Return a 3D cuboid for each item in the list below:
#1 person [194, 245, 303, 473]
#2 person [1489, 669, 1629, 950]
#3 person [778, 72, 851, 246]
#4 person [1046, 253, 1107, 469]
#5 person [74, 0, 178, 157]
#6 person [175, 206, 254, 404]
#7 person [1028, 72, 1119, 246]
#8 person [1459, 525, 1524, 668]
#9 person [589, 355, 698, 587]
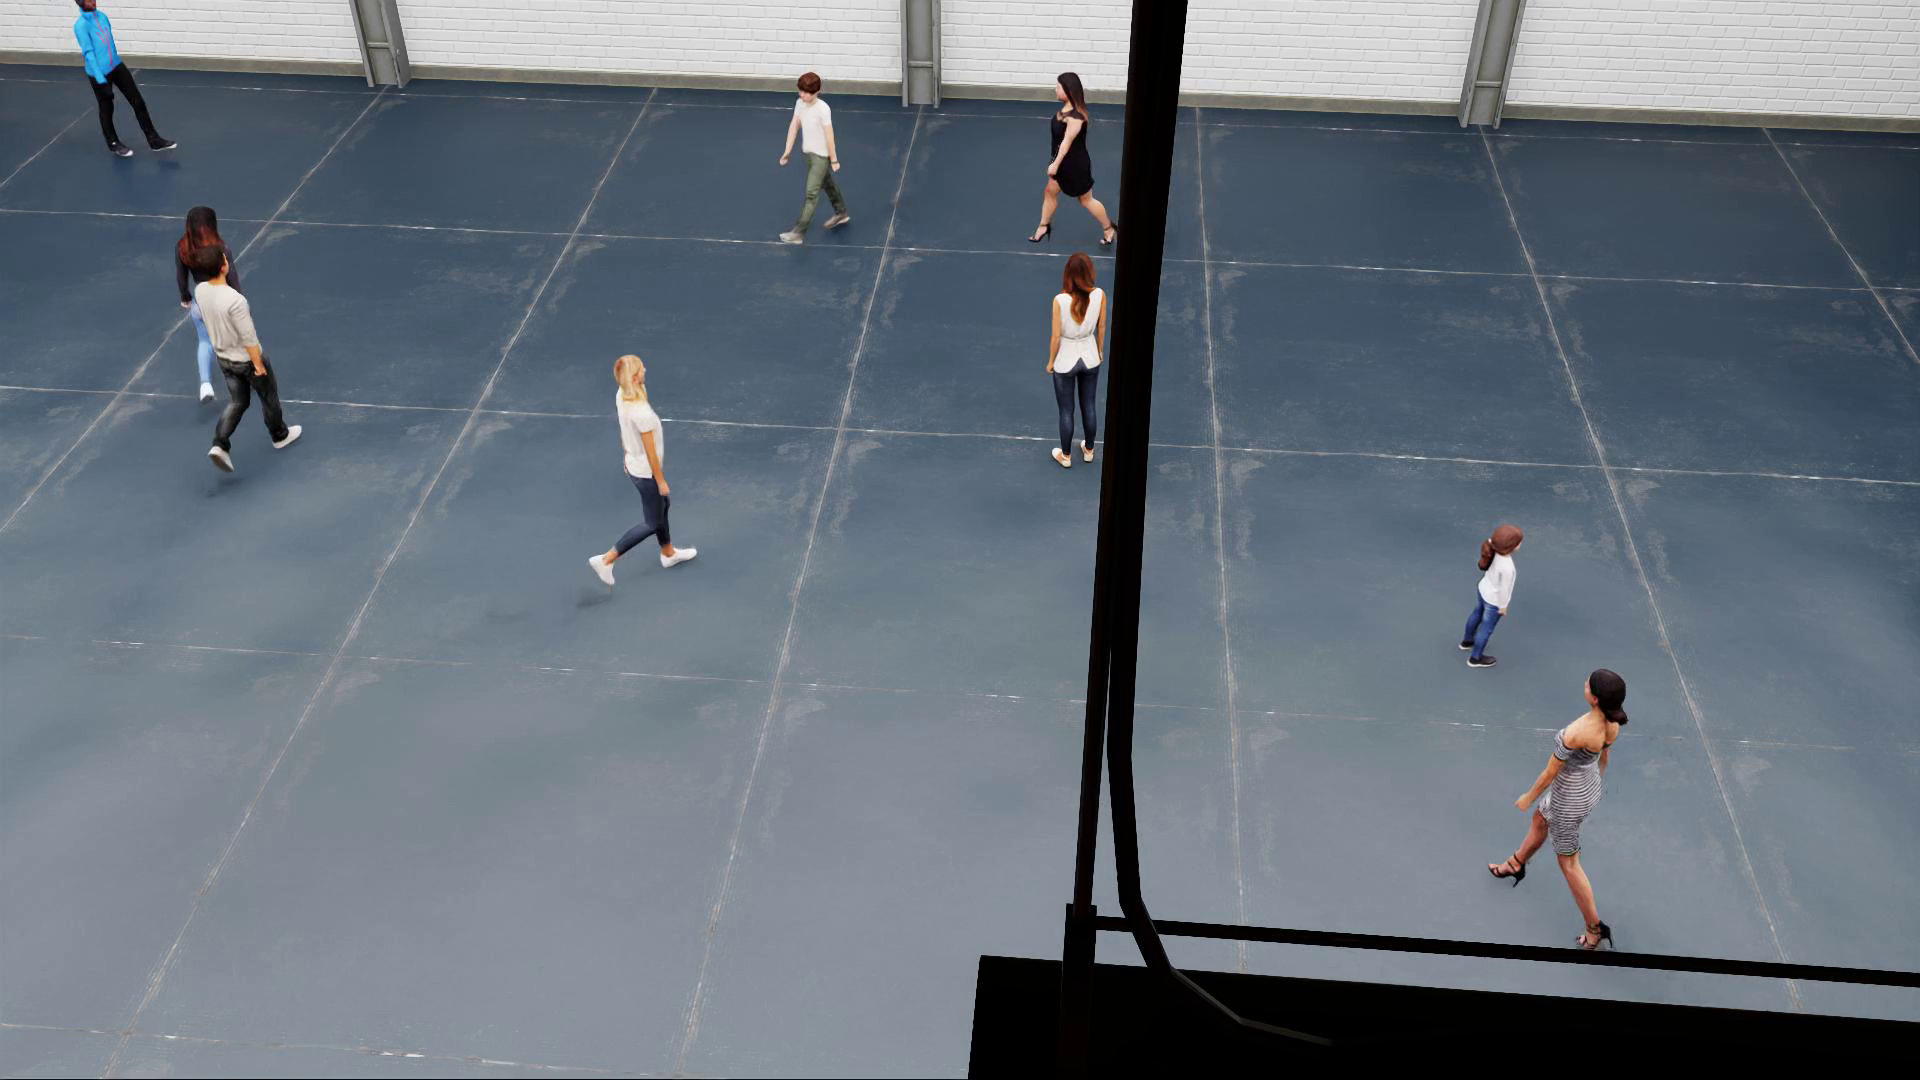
[{"bbox_3d":[-5.456,-1.317,12.437,1.083,1.787,0.940,15,41,18],"label":"person"},{"bbox_3d":[3.360,1.477,8.942,1.018,1.782,1.106,-30,47,-32],"label":"person"},{"bbox_3d":[-1.256,-3.569,15.404,1.110,1.603,1.078,-29,47,-31],"label":"person"},{"bbox_3d":[0.877,-1.333,12.459,0.582,1.784,0.720,-11,40,-13],"label":"person"},{"bbox_3d":[-8.633,-4.689,16.673,1.021,1.770,0.771,12,40,14],"label":"person"},{"bbox_3d":[-5.927,-1.838,13.227,0.804,1.615,0.748,-4,39,-4],"label":"person"},{"bbox_3d":[1.112,-3.393,15.126,1.114,1.674,0.747,-2,39,-3],"label":"person"},{"bbox_3d":[3.489,0.340,10.903,0.507,1.110,0.478,-4,39,-5],"label":"person"},{"bbox_3d":[-2.225,-0.434,11.328,1.096,1.790,0.912,-18,42,-21],"label":"person"}]
